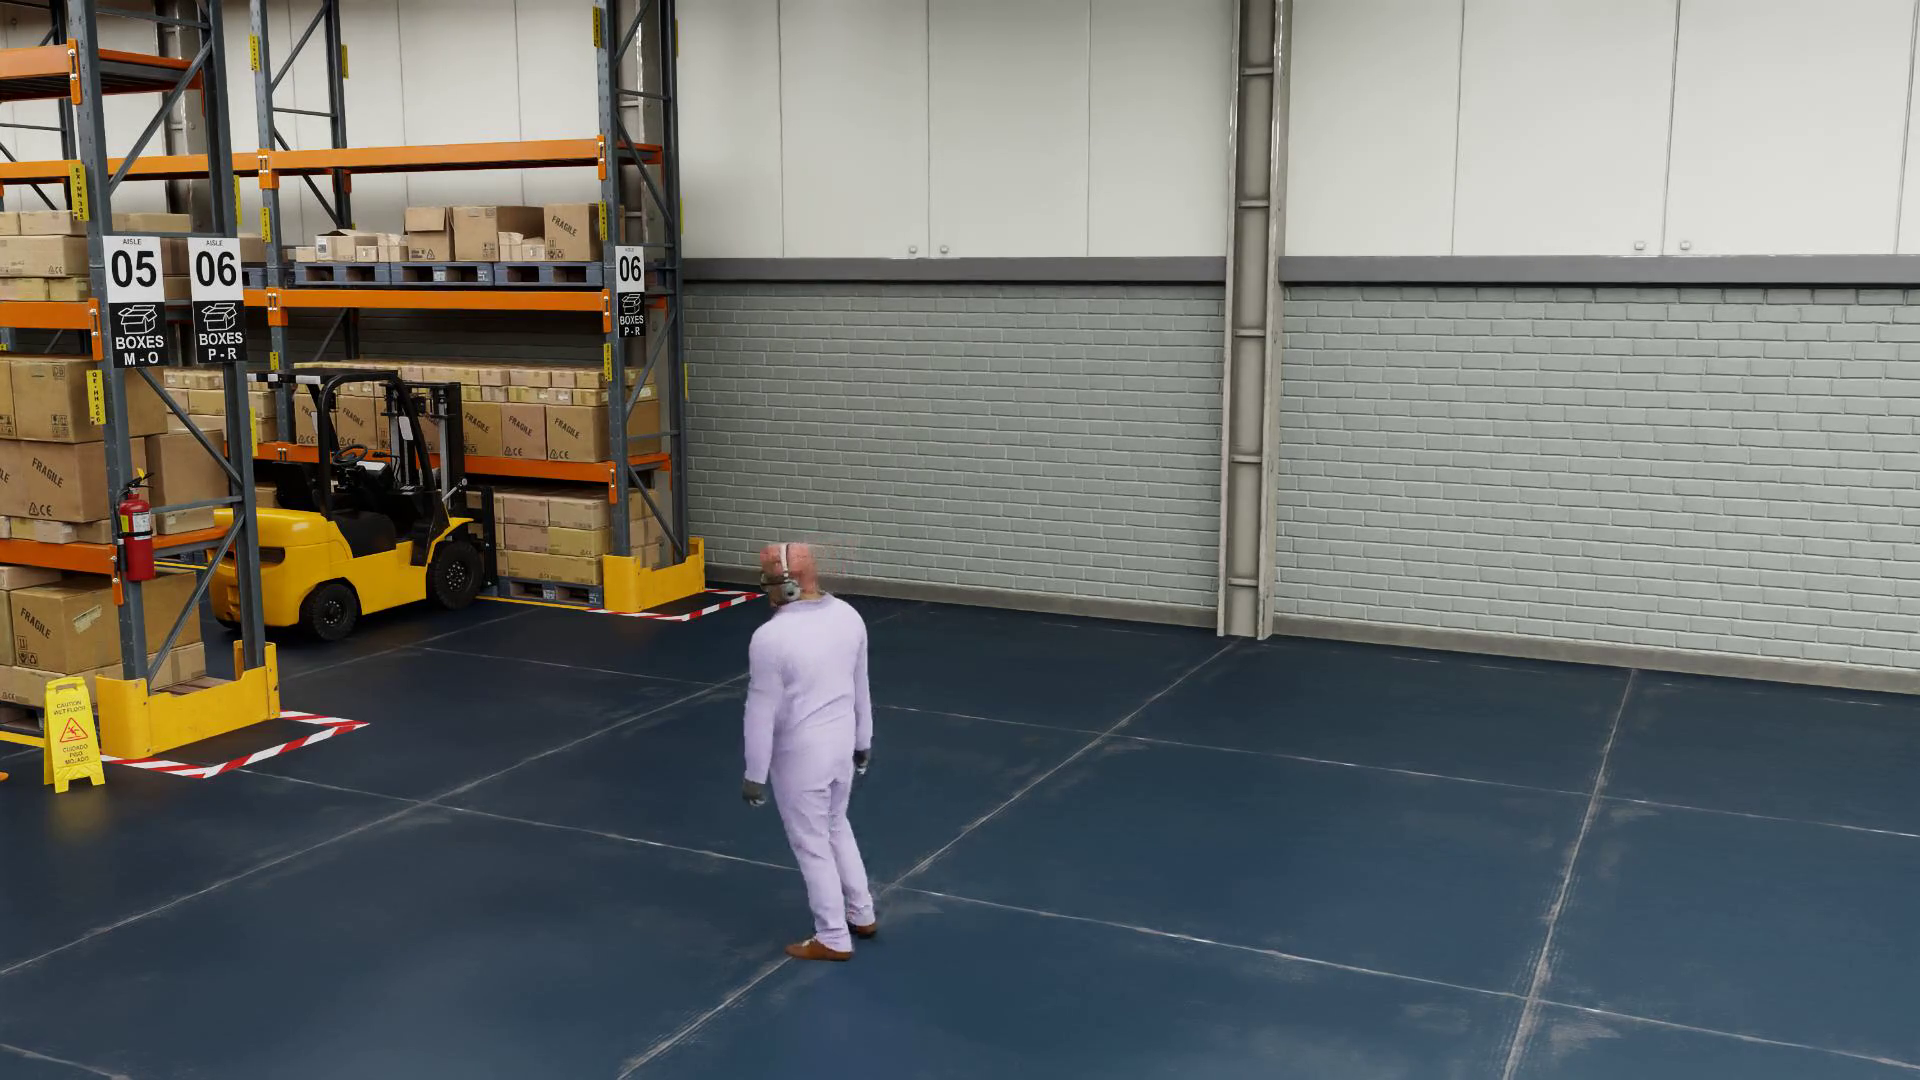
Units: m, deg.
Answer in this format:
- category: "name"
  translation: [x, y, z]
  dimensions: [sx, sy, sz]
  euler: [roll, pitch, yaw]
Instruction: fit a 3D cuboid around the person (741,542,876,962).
- category: "person"
  translation: [-0.669, 0.930, 7.238]
  dimensions: [0.437, 1.880, 0.687]
  euler: [6, 11, 34]
